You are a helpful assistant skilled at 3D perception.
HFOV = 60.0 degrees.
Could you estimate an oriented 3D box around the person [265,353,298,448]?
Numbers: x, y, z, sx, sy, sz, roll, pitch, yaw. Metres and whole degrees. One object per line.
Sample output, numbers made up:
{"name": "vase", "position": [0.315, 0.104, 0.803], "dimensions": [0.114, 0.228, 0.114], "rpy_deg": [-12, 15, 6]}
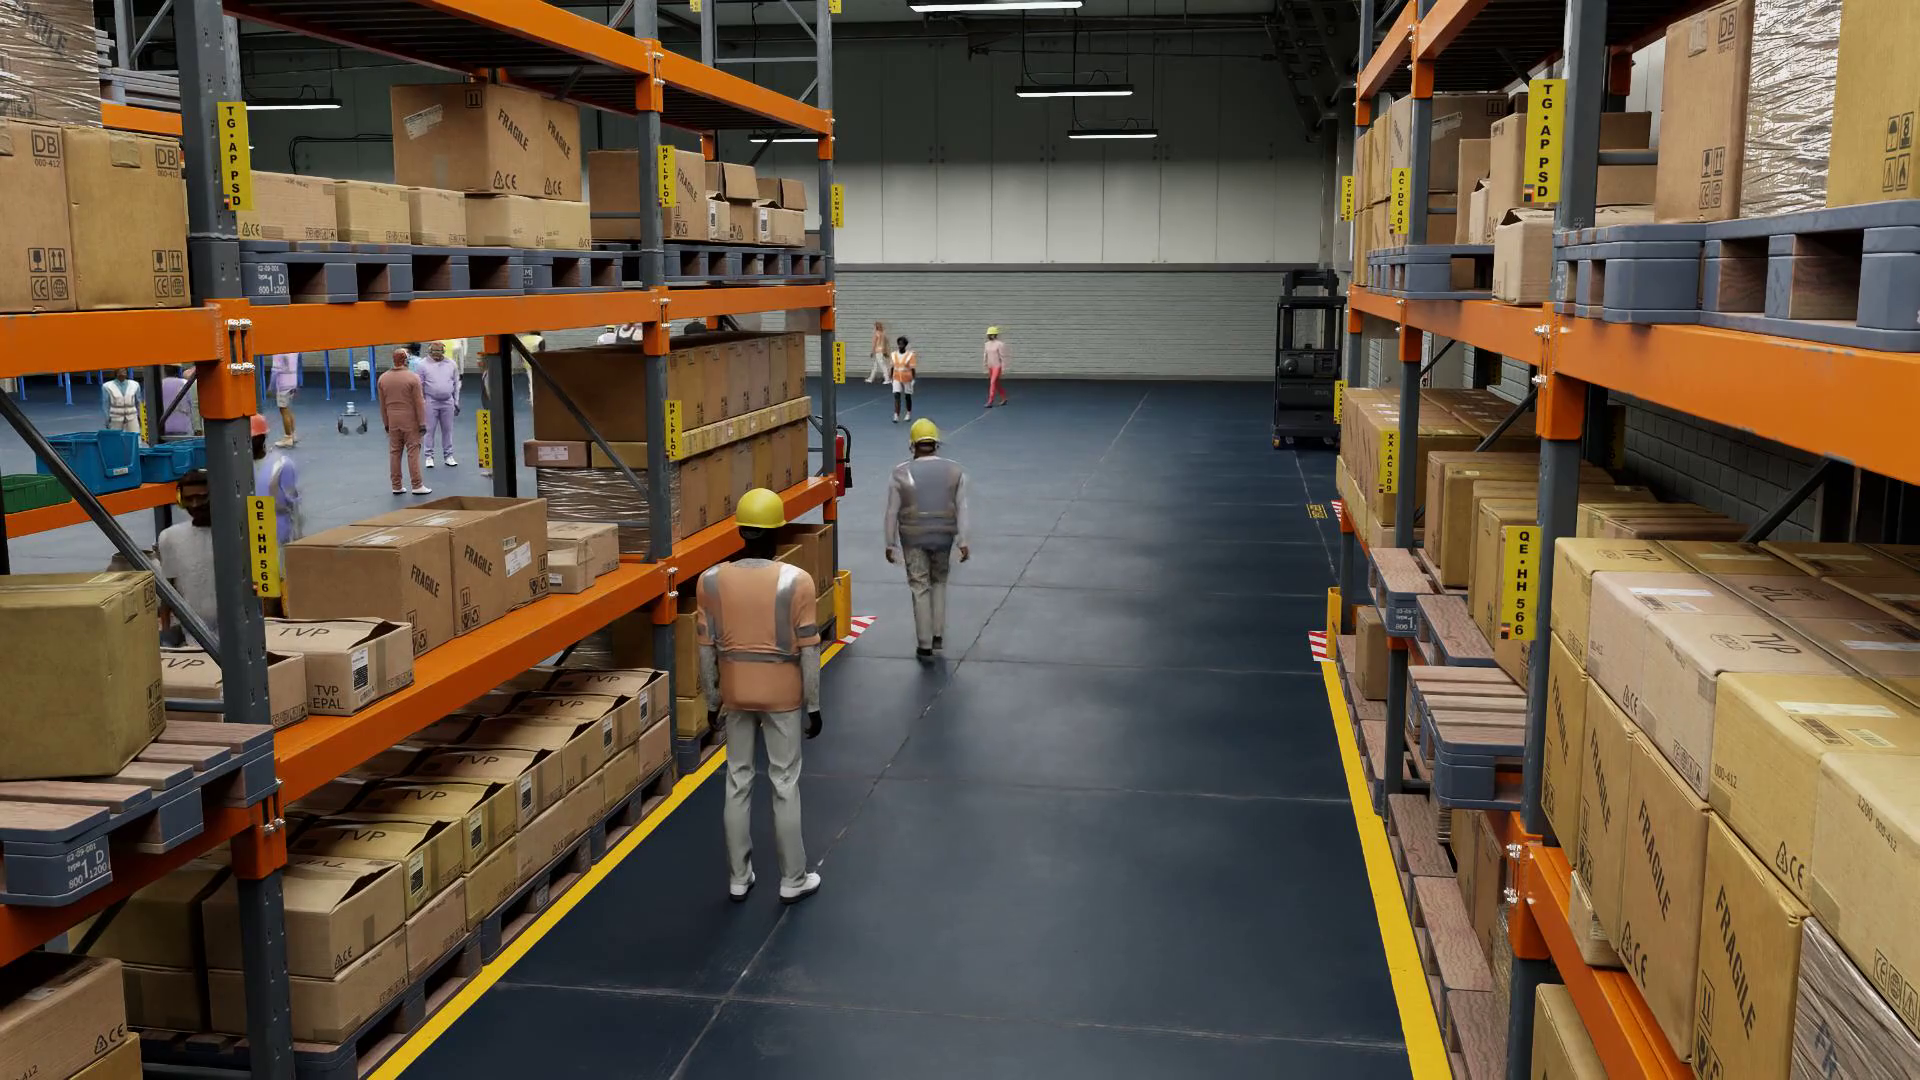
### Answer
{"name": "person", "position": [-11.225, -2.553, 27.575], "dimensions": [0.413, 2.038, 0.627], "rpy_deg": [1, 9, 5]}

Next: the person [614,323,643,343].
{"name": "person", "position": [-7.229, -3.894, 35.966], "dimensions": [0.701, 2.000, 0.876], "rpy_deg": [2, 10, 14]}

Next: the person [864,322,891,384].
{"name": "person", "position": [-2.112, -4.814, 42.873], "dimensions": [0.853, 1.588, 0.533], "rpy_deg": [4, 10, 25]}

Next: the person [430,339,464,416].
{"name": "person", "position": [-10.197, -3.336, 33.065], "dimensions": [0.642, 1.831, 0.430], "rpy_deg": [-2, 10, -14]}

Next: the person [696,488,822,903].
{"name": "person", "position": [-0.919, 0.720, 7.722], "dimensions": [0.584, 1.929, 0.371], "rpy_deg": [2, 9, 12]}

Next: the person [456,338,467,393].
{"name": "person", "position": [-12.047, -4.440, 39.585], "dimensions": [0.639, 1.907, 0.816], "rpy_deg": [-1, 9, -8]}

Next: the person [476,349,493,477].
{"name": "person", "position": [-6.688, -1.785, 23.467], "dimensions": [0.521, 1.829, 0.551], "rpy_deg": [-4, 10, -21]}

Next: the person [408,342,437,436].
{"name": "person", "position": [-9.601, -2.693, 29.583], "dimensions": [0.552, 1.666, 0.569], "rpy_deg": [5, 10, 27]}

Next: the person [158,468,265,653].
{"name": "person", "position": [-4.121, 0.525, 9.183], "dimensions": [0.551, 1.843, 0.626], "rpy_deg": [-3, 10, -21]}

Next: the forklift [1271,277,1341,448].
{"name": "forklift", "position": [5.847, -3.016, 27.970], "dimensions": [1.129, 2.768, 1.873], "rpy_deg": [1, 9, 9]}

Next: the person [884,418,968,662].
{"name": "person", "position": [-0.283, -0.017, 12.609], "dimensions": [0.627, 1.810, 0.640], "rpy_deg": [-3, 10, -16]}

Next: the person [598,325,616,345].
{"name": "person", "position": [-7.684, -3.925, 36.700], "dimensions": [0.591, 1.823, 0.403], "rpy_deg": [-1, 9, -5]}

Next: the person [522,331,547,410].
{"name": "person", "position": [-8.898, -3.639, 34.934], "dimensions": [0.627, 1.830, 0.437], "rpy_deg": [5, 11, 29]}

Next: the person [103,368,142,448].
{"name": "person", "position": [-11.799, -1.677, 23.492], "dimensions": [0.530, 1.609, 0.739], "rpy_deg": [-7, 11, -35]}

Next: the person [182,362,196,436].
{"name": "person", "position": [-11.771, -2.112, 25.823], "dimensions": [0.540, 1.714, 0.904], "rpy_deg": [-1, 9, -8]}

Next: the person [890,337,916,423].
{"name": "person", "position": [-1.096, -3.090, 32.083], "dimensions": [0.538, 1.649, 0.890], "rpy_deg": [2, 9, 13]}

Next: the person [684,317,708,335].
{"name": "person", "position": [-6.331, -4.559, 40.083], "dimensions": [0.622, 1.990, 0.396], "rpy_deg": [1, 9, 4]}

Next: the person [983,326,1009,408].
{"name": "person", "position": [0.786, -3.739, 35.844], "dimensions": [0.533, 1.736, 0.840], "rpy_deg": [9, 13, 43]}

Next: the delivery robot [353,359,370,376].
{"name": "delivery robot", "position": [-16.144, -4.663, 44.987], "dimensions": [0.477, 0.478, 0.707], "rpy_deg": [2, 10, 15]}

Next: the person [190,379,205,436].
{"name": "person", "position": [-9.278, -1.404, 20.760], "dimensions": [0.392, 1.949, 0.602], "rpy_deg": [7, 11, 36]}

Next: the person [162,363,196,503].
{"name": "person", "position": [-9.998, -1.433, 21.196], "dimensions": [0.580, 1.863, 1.034], "rpy_deg": [-1, 9, -4]}

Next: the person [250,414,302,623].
{"name": "person", "position": [-5.262, -0.023, 12.446], "dimensions": [0.571, 1.878, 1.012], "rpy_deg": [0, 9, 2]}

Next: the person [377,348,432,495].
{"name": "person", "position": [-7.262, -1.548, 21.776], "dimensions": [0.640, 1.909, 0.409], "rpy_deg": [2, 10, 14]}

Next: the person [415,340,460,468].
{"name": "person", "position": [-7.785, -2.045, 24.873], "dimensions": [0.642, 1.899, 0.399], "rpy_deg": [-6, 11, -34]}

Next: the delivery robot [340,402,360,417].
{"name": "delivery robot", "position": [-11.024, -2.373, 30.069], "dimensions": [0.335, 0.223, 0.698], "rpy_deg": [-2, 10, -14]}
